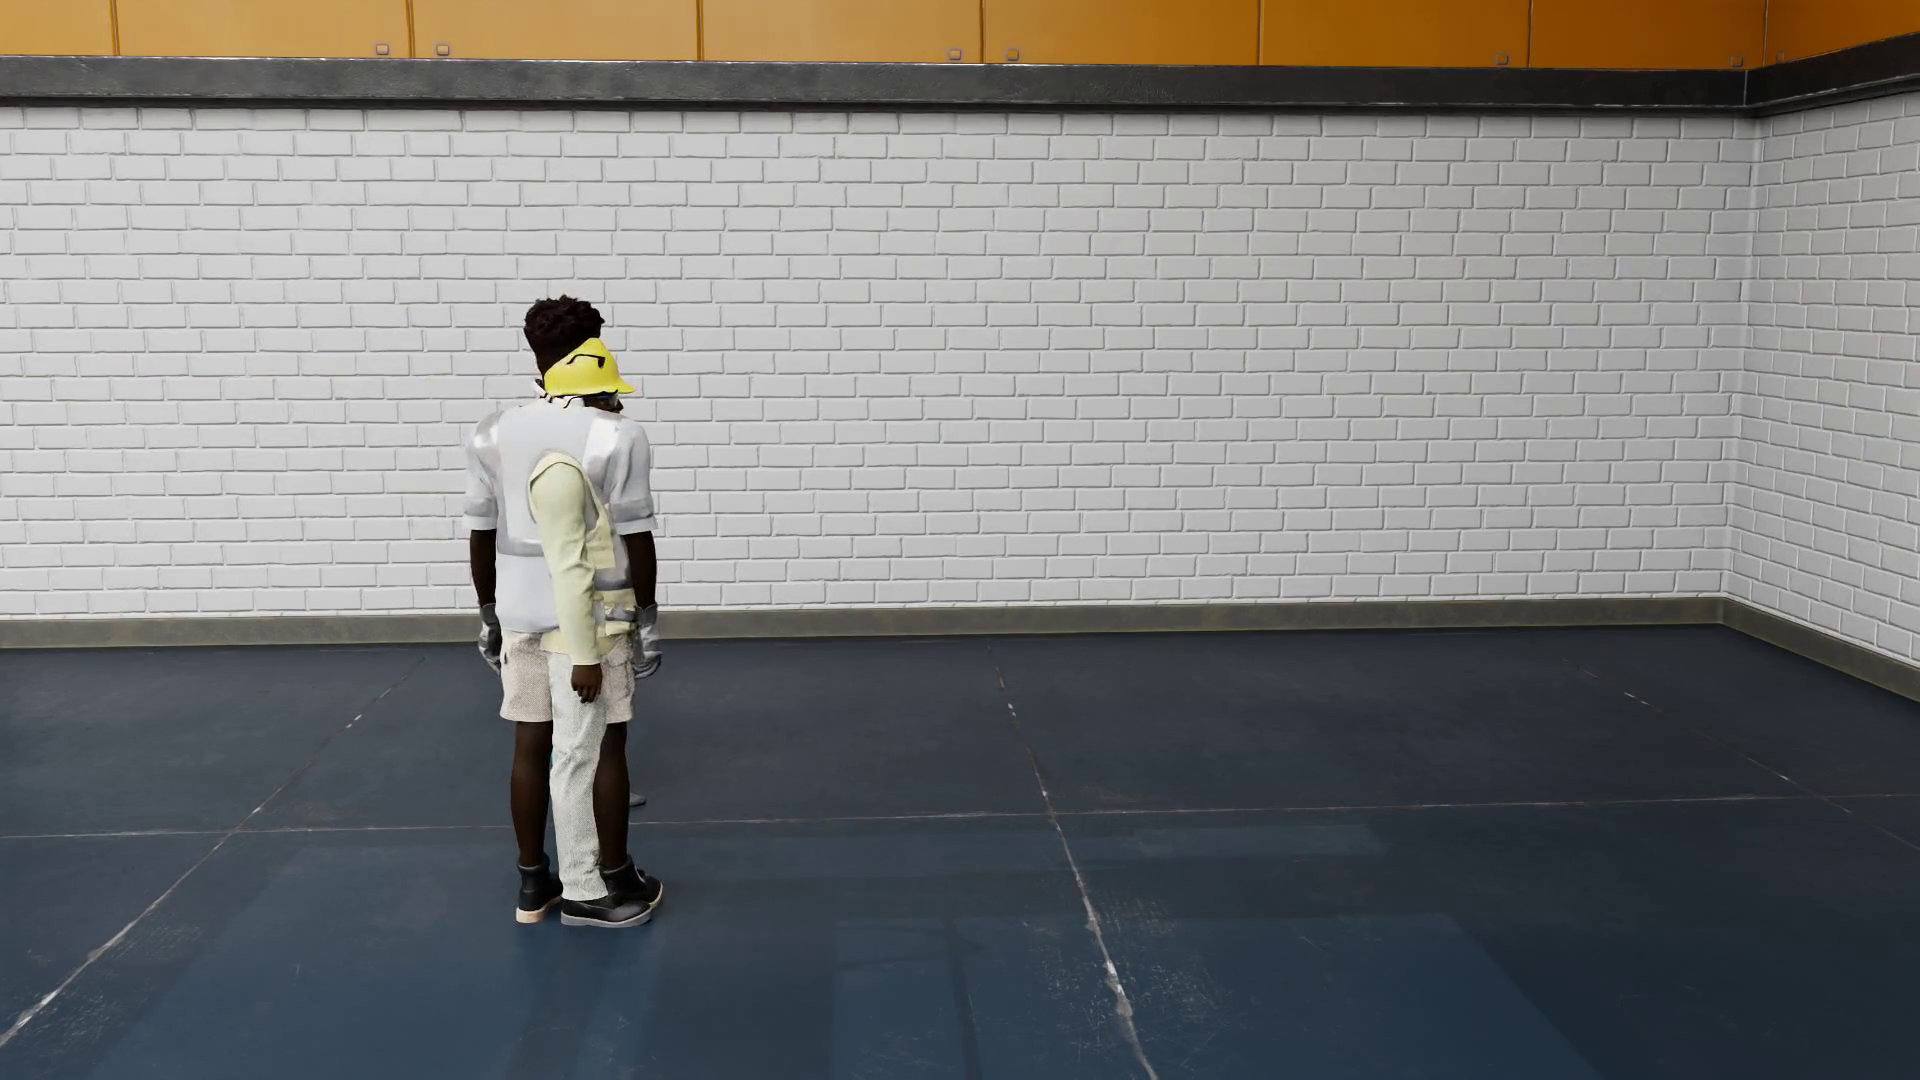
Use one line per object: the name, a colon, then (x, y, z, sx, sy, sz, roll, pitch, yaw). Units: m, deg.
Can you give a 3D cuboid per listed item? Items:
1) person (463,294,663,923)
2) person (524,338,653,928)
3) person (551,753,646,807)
person: (-1.219, 0.225, 5.178, 0.610, 1.963, 0.365, 2, 9, 10)
person: (-1.162, 0.284, 5.227, 0.403, 1.833, 0.586, -2, 9, -11)
person: (-1.425, 0.140, 6.340, 0.311, 1.769, 0.522, -5, 11, -31)
